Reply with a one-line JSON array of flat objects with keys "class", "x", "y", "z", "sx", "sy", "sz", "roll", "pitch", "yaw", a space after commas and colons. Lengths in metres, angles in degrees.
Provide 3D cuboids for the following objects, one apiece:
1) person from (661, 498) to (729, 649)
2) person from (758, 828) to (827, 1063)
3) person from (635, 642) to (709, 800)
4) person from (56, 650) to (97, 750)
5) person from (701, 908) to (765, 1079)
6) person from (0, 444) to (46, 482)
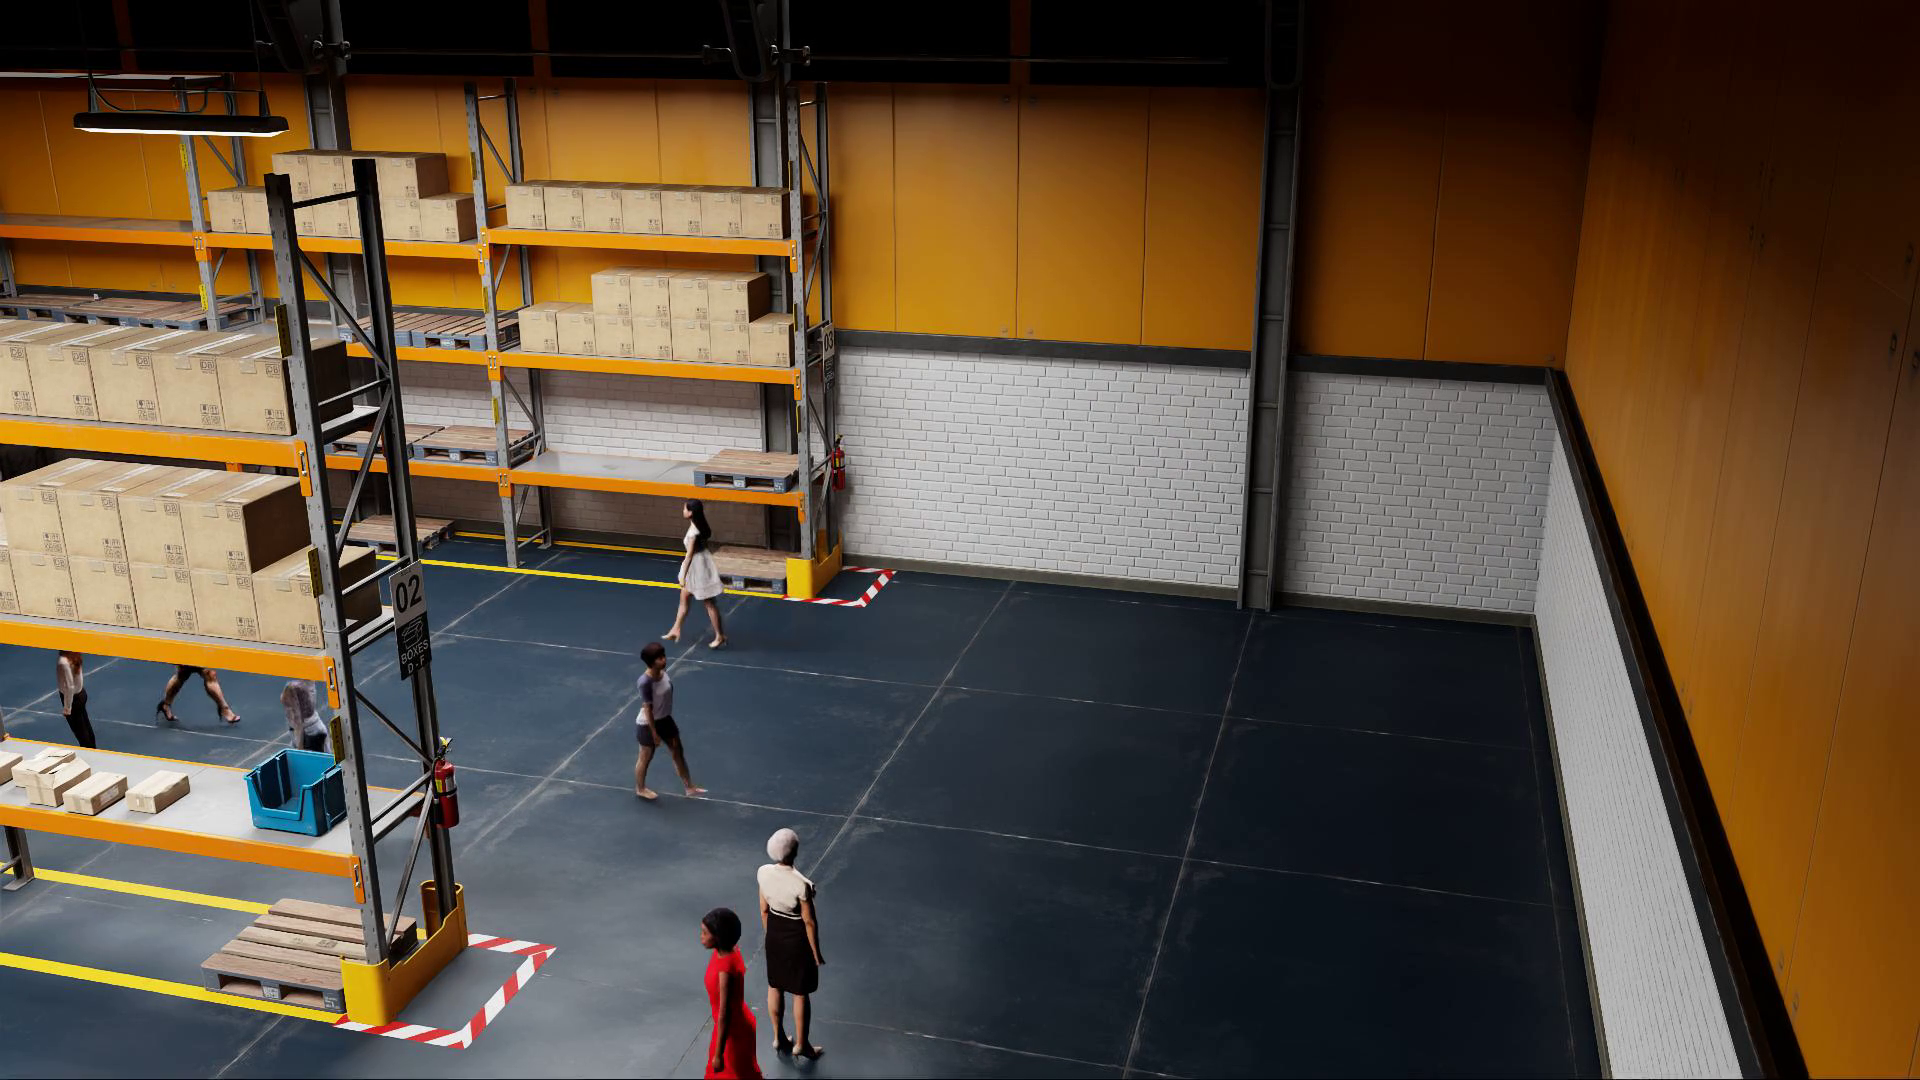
[{"class": "person", "x": -2.785, "y": 0.404, "z": 18.366, "sx": 1.045, "sy": 1.742, "sz": 0.731, "roll": 2, "pitch": 19, "yaw": 6}, {"class": "person", "x": -1.164, "y": 2.761, "z": 11.346, "sx": 0.581, "sy": 1.756, "sz": 0.744, "roll": 11, "pitch": 22, "yaw": 30}, {"class": "person", "x": -2.813, "y": 1.639, "z": 15.023, "sx": 0.928, "sy": 1.535, "sz": 0.646, "roll": 7, "pitch": 20, "yaw": 20}, {"class": "person", "x": -8.295, "y": 1.477, "z": 15.583, "sx": 0.635, "sy": 1.485, "sz": 0.615, "roll": -5, "pitch": 19, "yaw": -14}, {"class": "person", "x": -1.314, "y": 3.109, "z": 10.387, "sx": 1.138, "sy": 1.709, "sz": 0.980, "roll": -8, "pitch": 20, "yaw": -22}, {"class": "person", "x": -11.828, "y": -0.591, "z": 21.068, "sx": 0.781, "sy": 1.903, "sz": 0.793, "roll": 16, "pitch": 24, "yaw": 39}]
